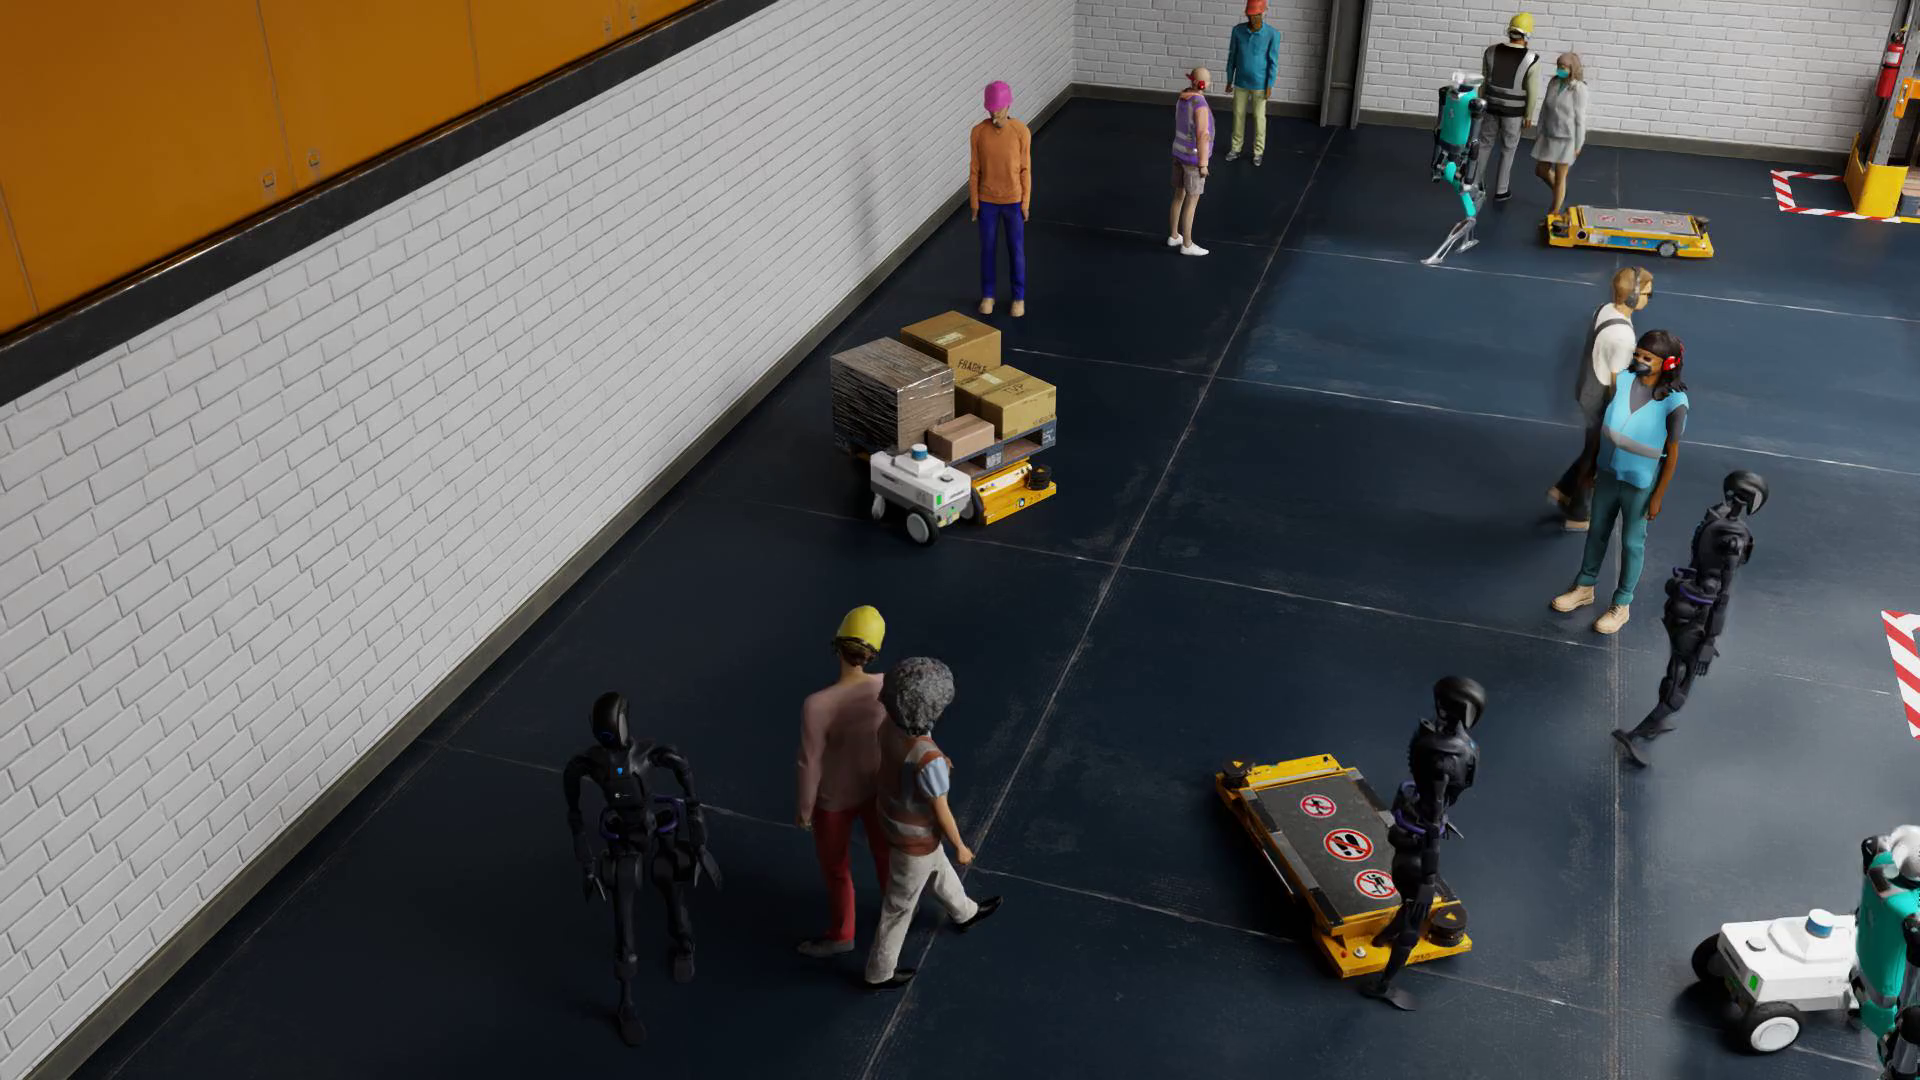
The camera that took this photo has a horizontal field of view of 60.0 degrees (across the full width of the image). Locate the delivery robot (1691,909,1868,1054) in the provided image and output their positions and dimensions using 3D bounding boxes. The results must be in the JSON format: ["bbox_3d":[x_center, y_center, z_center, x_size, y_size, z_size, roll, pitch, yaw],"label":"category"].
[{"bbox_3d":[3.625,1.847,7.198,0.763,0.592,0.523,-3,31,-4],"label":"delivery robot"}]

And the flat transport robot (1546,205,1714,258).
[{"bbox_3d":[6.243,-2.882,15.528,1.431,0.231,0.659,7,31,13],"label":"flat transport robot"}]

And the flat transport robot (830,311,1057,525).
[{"bbox_3d":[-0.067,-0.537,11.539,0.659,0.231,1.431,-25,38,-35],"label":"flat transport robot"}]

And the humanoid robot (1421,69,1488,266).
[{"bbox_3d":[4.586,-3.335,14.867,0.929,1.774,0.537,-14,33,-22],"label":"humanoid robot"}]

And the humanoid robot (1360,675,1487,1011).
[{"bbox_3d":[1.963,1.275,7.075,0.371,1.652,0.583,9,32,15],"label":"humanoid robot"}]

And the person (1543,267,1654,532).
[{"bbox_3d":[4.112,-0.865,10.549,0.412,1.836,0.533,2,31,4],"label":"person"}]

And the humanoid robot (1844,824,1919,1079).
[{"bbox_3d":[3.625,1.784,6.130,0.885,1.765,0.592,3,31,5],"label":"humanoid robot"}]

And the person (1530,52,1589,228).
[{"bbox_3d":[5.713,-3.809,15.738,0.488,1.637,0.530,-17,34,-27],"label":"person"}]

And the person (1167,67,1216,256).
[{"bbox_3d":[2.094,-3.427,15.048,0.341,1.692,0.494,-11,32,-17],"label":"person"}]

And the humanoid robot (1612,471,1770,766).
[{"bbox_3d":[3.752,0.376,8.605,0.484,1.645,0.610,6,31,10],"label":"humanoid robot"}]

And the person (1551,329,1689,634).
[{"bbox_3d":[3.870,-0.348,9.642,0.392,1.866,0.520,-19,36,-29],"label":"person"}]

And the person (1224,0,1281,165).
[{"bbox_3d":[3.017,-4.788,17.312,0.566,1.744,0.347,18,35,28],"label":"person"}]

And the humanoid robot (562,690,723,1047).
[{"bbox_3d":[-1.317,1.330,7.004,0.617,1.636,0.609,-3,31,-5],"label":"humanoid robot"}]

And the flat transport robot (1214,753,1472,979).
[{"bbox_3d":[1.822,1.509,8.058,0.659,0.231,1.431,-8,31,-14],"label":"flat transport robot"}]

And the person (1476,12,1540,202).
[{"bbox_3d":[5.349,-4.238,16.306,0.594,1.820,0.403,24,38,34],"label":"person"}]

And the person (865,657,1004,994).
[{"bbox_3d":[-0.101,1.210,7.198,0.826,1.653,0.450,-13,33,-20],"label":"person"}]

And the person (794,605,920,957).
[{"bbox_3d":[-0.468,1.097,7.326,0.646,1.724,0.339,-26,39,-37],"label":"person"}]

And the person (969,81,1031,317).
[{"bbox_3d":[0.325,-2.816,13.742,0.517,1.973,0.401,4,31,8],"label":"person"}]

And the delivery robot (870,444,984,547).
[{"bbox_3d":[-0.245,-0.320,10.907,0.525,0.613,0.785,-26,39,-37],"label":"delivery robot"}]
